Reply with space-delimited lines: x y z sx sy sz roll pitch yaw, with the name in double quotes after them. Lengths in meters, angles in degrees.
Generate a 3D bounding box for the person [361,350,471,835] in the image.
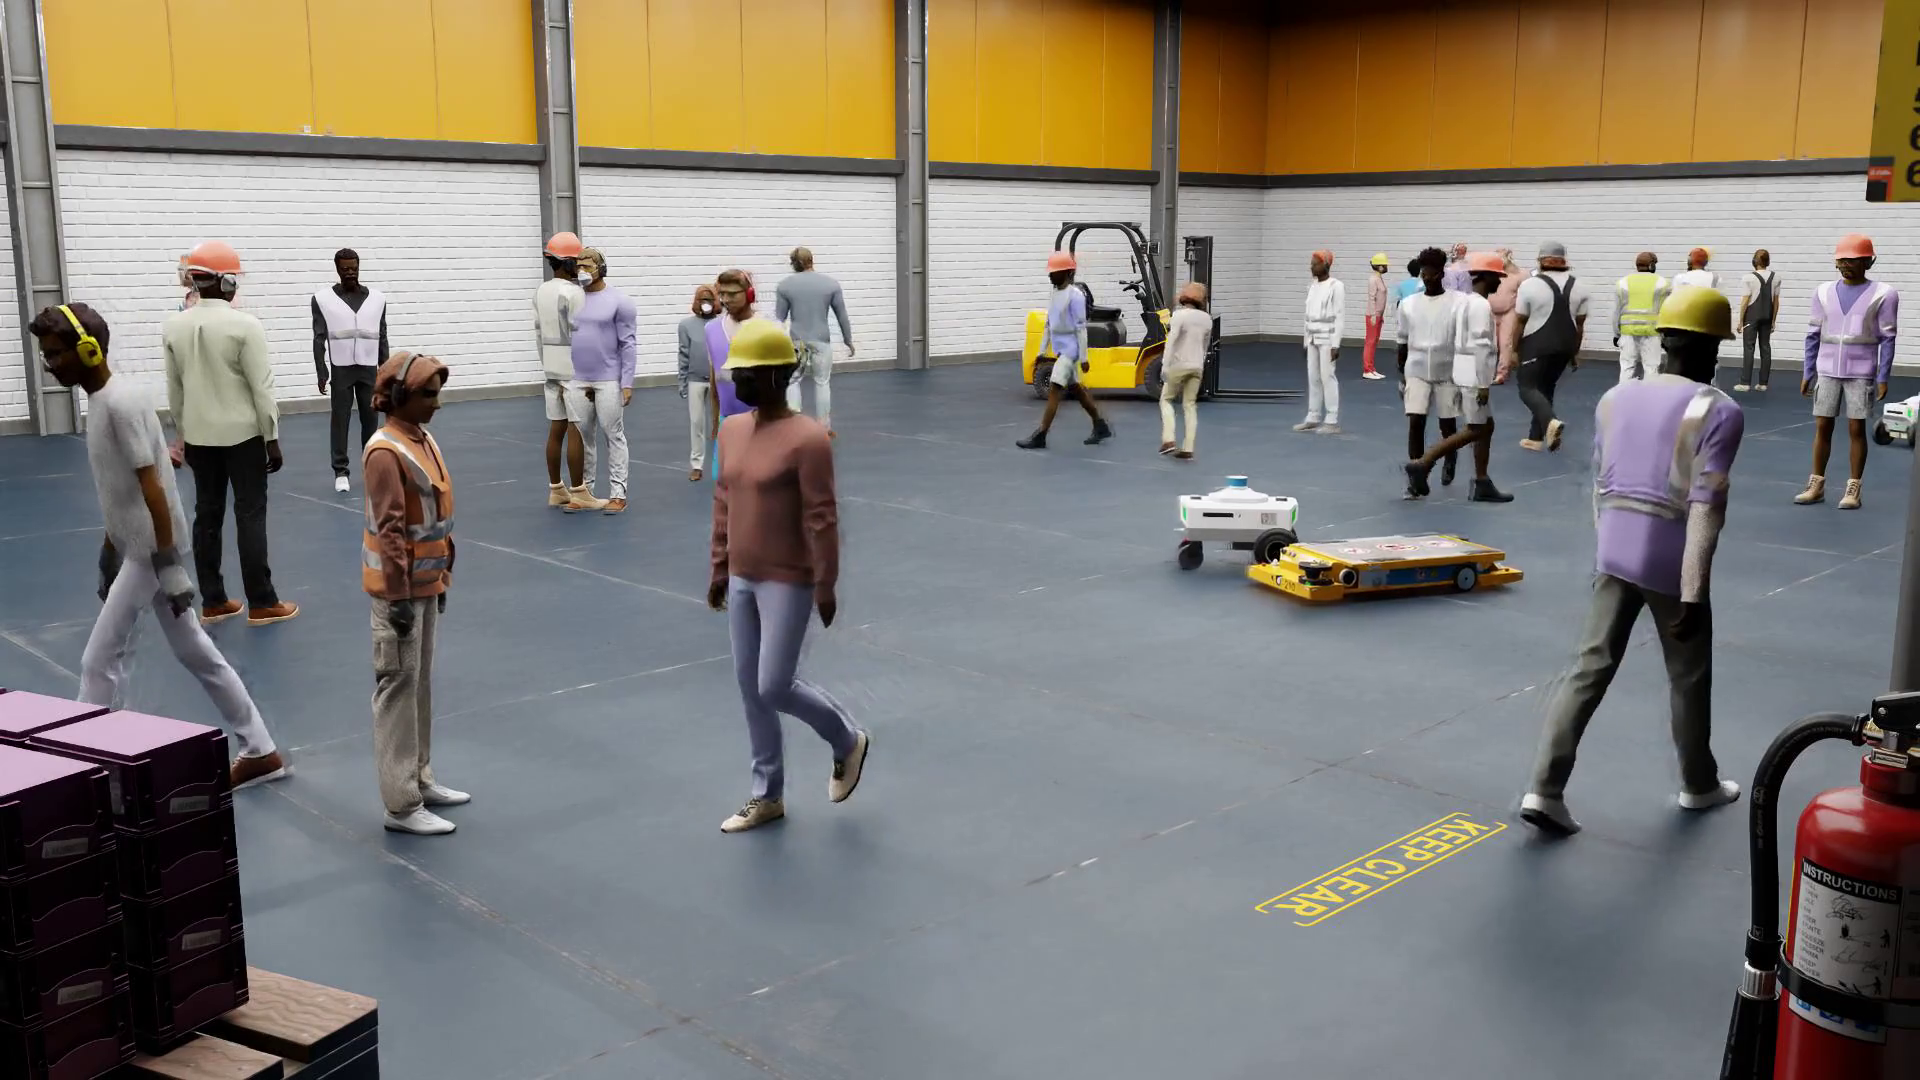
-1.878 0.173 5.695 0.315 1.639 0.515 -1 10 -4 "person"

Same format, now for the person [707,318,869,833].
-0.608 0.123 5.666 0.530 1.754 0.457 10 14 44 "person"

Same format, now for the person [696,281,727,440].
-2.340 -1.756 16.298 0.561 1.594 0.755 -1 10 -7 "person"

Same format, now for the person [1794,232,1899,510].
6.557 -1.245 12.326 0.391 2.040 0.615 -9 14 -42 "person"

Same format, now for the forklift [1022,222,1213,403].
1.935 -2.847 20.651 2.313 2.155 1.214 2 11 13 "forklift"

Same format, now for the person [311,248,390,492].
-4.840 -1.356 13.270 0.600 1.917 0.377 -8 13 -37 "person"

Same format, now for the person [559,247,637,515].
-2.644 -1.148 12.087 0.629 1.940 0.373 3 11 15 "person"

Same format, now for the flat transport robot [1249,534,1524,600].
2.461 0.140 9.607 1.431 0.197 0.652 -4 11 -20 "flat transport robot"

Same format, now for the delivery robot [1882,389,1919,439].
9.213 -1.204 15.910 0.707 0.478 0.477 -3 11 -18 "delivery robot"

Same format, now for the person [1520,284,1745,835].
2.314 0.074 5.647 1.031 1.874 0.591 -7 12 -32 "person"

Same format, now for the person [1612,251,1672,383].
7.673 -2.318 18.739 0.623 1.841 0.430 6 12 30 "person"

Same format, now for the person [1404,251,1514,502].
3.823 -1.221 12.578 0.743 1.908 0.576 2 11 11 "person"

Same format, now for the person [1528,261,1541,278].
9.137 -3.653 26.035 0.600 1.828 0.404 1 10 4 "person"

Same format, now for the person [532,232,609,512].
-2.866 -1.225 12.216 0.608 2.044 0.371 9 14 42 "person"

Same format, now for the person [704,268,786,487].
-1.297 -0.733 10.131 0.584 1.824 0.462 4 11 21 "person"

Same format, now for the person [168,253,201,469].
-6.667 -1.561 14.554 0.976 1.854 0.668 -4 11 -23 "person"

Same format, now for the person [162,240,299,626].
-3.796 -0.543 8.627 0.612 1.996 0.376 3 11 13 "person"

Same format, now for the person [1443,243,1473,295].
7.107 -3.289 23.846 0.651 1.906 0.403 -10 14 -43 "person"

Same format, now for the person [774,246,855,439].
-1.429 -1.922 16.391 0.810 1.923 0.458 -1 10 -6 "person"

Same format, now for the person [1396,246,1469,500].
3.694 -1.300 12.911 0.629 1.942 0.793 5 12 27 "person"

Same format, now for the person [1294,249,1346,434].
3.705 -2.027 17.028 0.339 1.883 0.584 -4 11 -22 "person"

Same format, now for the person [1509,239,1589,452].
5.460 -1.809 15.409 0.689 2.000 0.836 -3 11 -14 "person"

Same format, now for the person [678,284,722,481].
-2.070 -1.291 13.721 0.502 1.628 0.272 0 10 1 "person"

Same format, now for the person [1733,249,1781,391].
10.351 -2.842 21.602 0.514 1.845 0.387 -1 10 -4 "person"

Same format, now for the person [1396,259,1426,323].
6.609 -3.285 24.408 0.542 1.681 0.583 10 14 43 "person"

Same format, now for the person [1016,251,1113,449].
1.047 -1.813 15.886 1.029 1.891 0.547 -4 11 -20 "person"

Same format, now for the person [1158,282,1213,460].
2.052 -1.524 15.076 0.585 1.597 0.368 -6 12 -28 "person"

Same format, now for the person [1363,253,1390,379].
5.895 -3.159 23.517 0.315 1.770 0.524 5 12 27 "person"

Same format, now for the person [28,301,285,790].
-2.930 0.070 5.833 0.997 1.792 0.578 -6 12 -28 "person"

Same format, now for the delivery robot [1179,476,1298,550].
1.694 -0.148 10.150 0.707 0.478 0.477 1 11 7 "delivery robot"

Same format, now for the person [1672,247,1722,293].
8.969 -2.625 20.321 0.605 1.875 0.356 1 10 5 "person"

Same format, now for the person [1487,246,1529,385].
7.427 -3.057 22.652 0.650 1.879 0.711 10 14 42 "person"

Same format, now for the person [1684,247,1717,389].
9.077 -2.670 20.565 0.938 1.868 0.604 -4 11 -19 "person"

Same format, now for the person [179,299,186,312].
-7.840 -1.964 17.345 0.514 1.641 0.315 -3 11 -14 "person"
